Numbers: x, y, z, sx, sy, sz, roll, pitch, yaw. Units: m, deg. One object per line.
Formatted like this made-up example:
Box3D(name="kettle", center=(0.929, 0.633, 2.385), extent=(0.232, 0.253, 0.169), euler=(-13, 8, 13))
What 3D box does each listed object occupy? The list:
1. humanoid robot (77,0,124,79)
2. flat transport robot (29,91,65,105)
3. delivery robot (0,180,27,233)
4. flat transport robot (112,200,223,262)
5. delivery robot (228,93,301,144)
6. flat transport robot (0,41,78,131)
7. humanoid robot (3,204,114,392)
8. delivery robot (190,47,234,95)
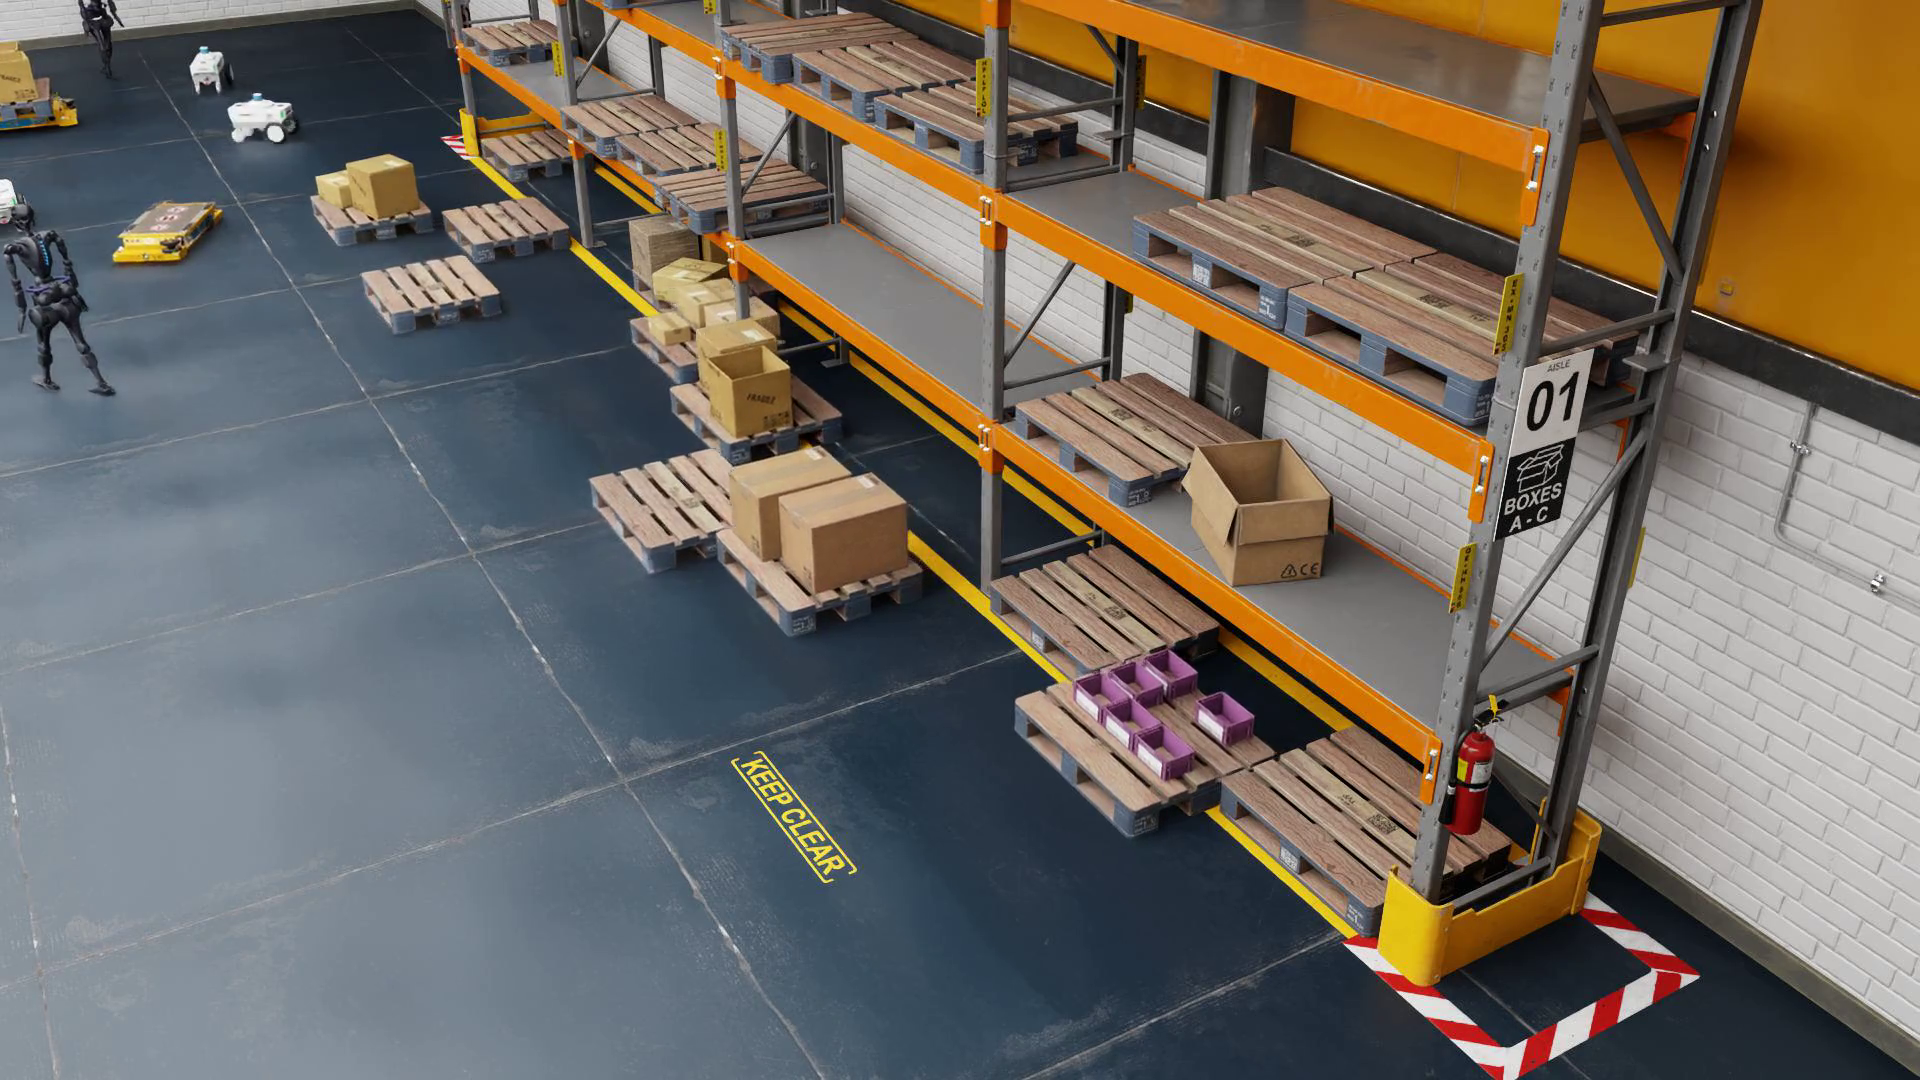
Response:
Box3D(name="humanoid robot", center=(-11.908, -7.222, 22.971), extent=(0.592, 1.639, 0.600), euler=(13, 32, 22))
Box3D(name="flat transport robot", center=(-12.401, -5.626, 21.565), extent=(0.659, 0.231, 1.431), euler=(21, 36, 32))
Box3D(name="delivery robot", center=(-10.195, -3.579, 17.638), extent=(0.499, 0.572, 0.747), euler=(-16, 33, -26))
Box3D(name="flat transport robot", center=(-8.239, -3.225, 17.324), extent=(0.659, 0.231, 1.431), euler=(-2, 30, -4))
Box3D(name="delivery robot", center=(-8.615, -5.207, 20.528), extent=(0.777, 0.587, 0.499), euler=(1, 30, 1))
Box3D(name="flat transport robot", center=(-11.985, -5.343, 21.065), extent=(1.431, 0.231, 0.659), euler=(-13, 32, -22))
Box3D(name="humanoid robot", center=(-7.520, -1.980, 13.742), extent=(0.764, 1.626, 0.608), euler=(14, 32, 23))
Box3D(name="delivery robot", center=(-10.234, -6.411, 22.648), extent=(0.499, 0.583, 0.767), euler=(-7, 30, -12))
